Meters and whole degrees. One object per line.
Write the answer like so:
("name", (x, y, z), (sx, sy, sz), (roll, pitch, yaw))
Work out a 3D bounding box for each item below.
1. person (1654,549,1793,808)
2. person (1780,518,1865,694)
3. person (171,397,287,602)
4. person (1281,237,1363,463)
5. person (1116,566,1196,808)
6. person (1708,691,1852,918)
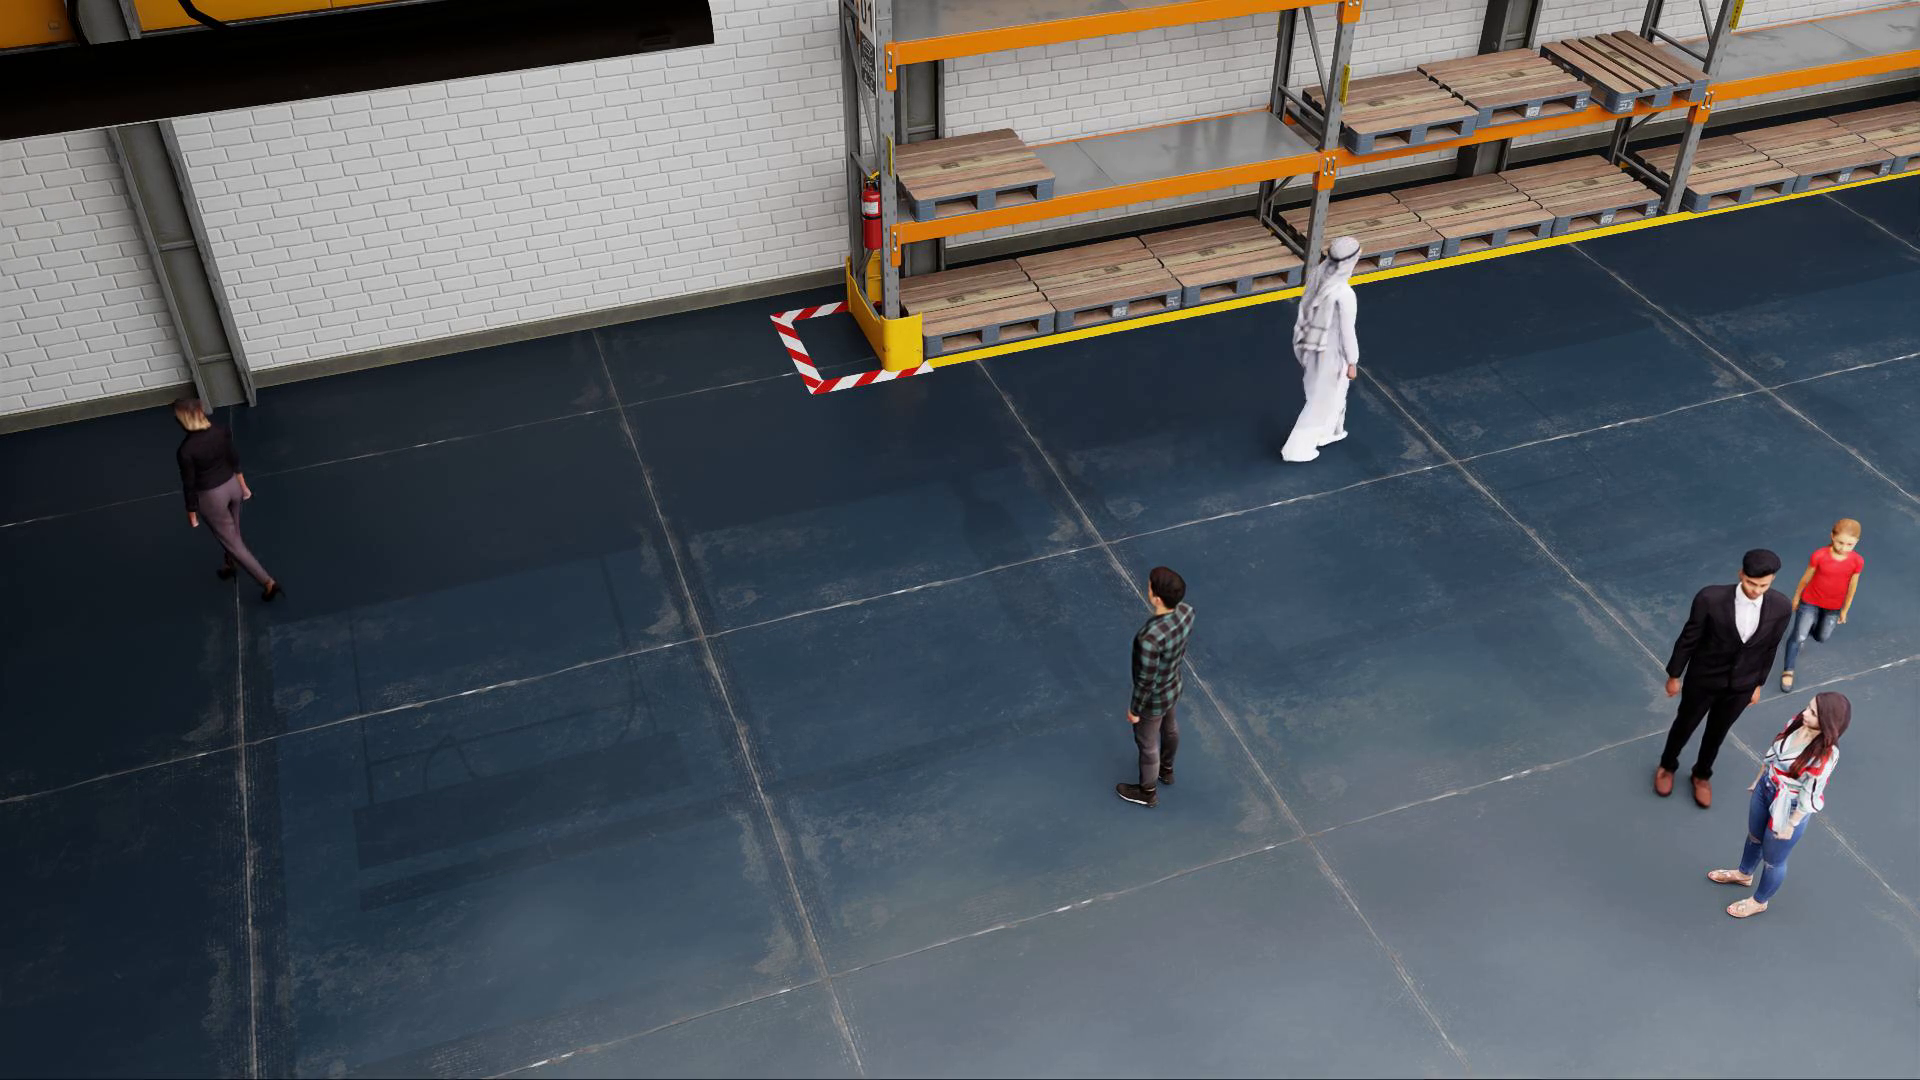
("person", (4.471, 0.775, 9.768), (0.718, 1.876, 0.848), (7, 39, 9))
("person", (5.563, 0.364, 10.748), (0.761, 1.296, 0.776), (11, 40, 13))
("person", (-4.927, -0.230, 11.216), (0.993, 1.641, 0.909), (13, 40, 16))
("person", (2.638, -1.390, 12.455), (0.864, 1.906, 0.713), (-11, 40, -14))
("person", (1.168, 0.859, 9.763), (0.787, 1.714, 0.691), (25, 45, 28))
("person", (4.536, 1.439, 9.148), (0.605, 1.613, 0.649), (-2, 39, -3))
